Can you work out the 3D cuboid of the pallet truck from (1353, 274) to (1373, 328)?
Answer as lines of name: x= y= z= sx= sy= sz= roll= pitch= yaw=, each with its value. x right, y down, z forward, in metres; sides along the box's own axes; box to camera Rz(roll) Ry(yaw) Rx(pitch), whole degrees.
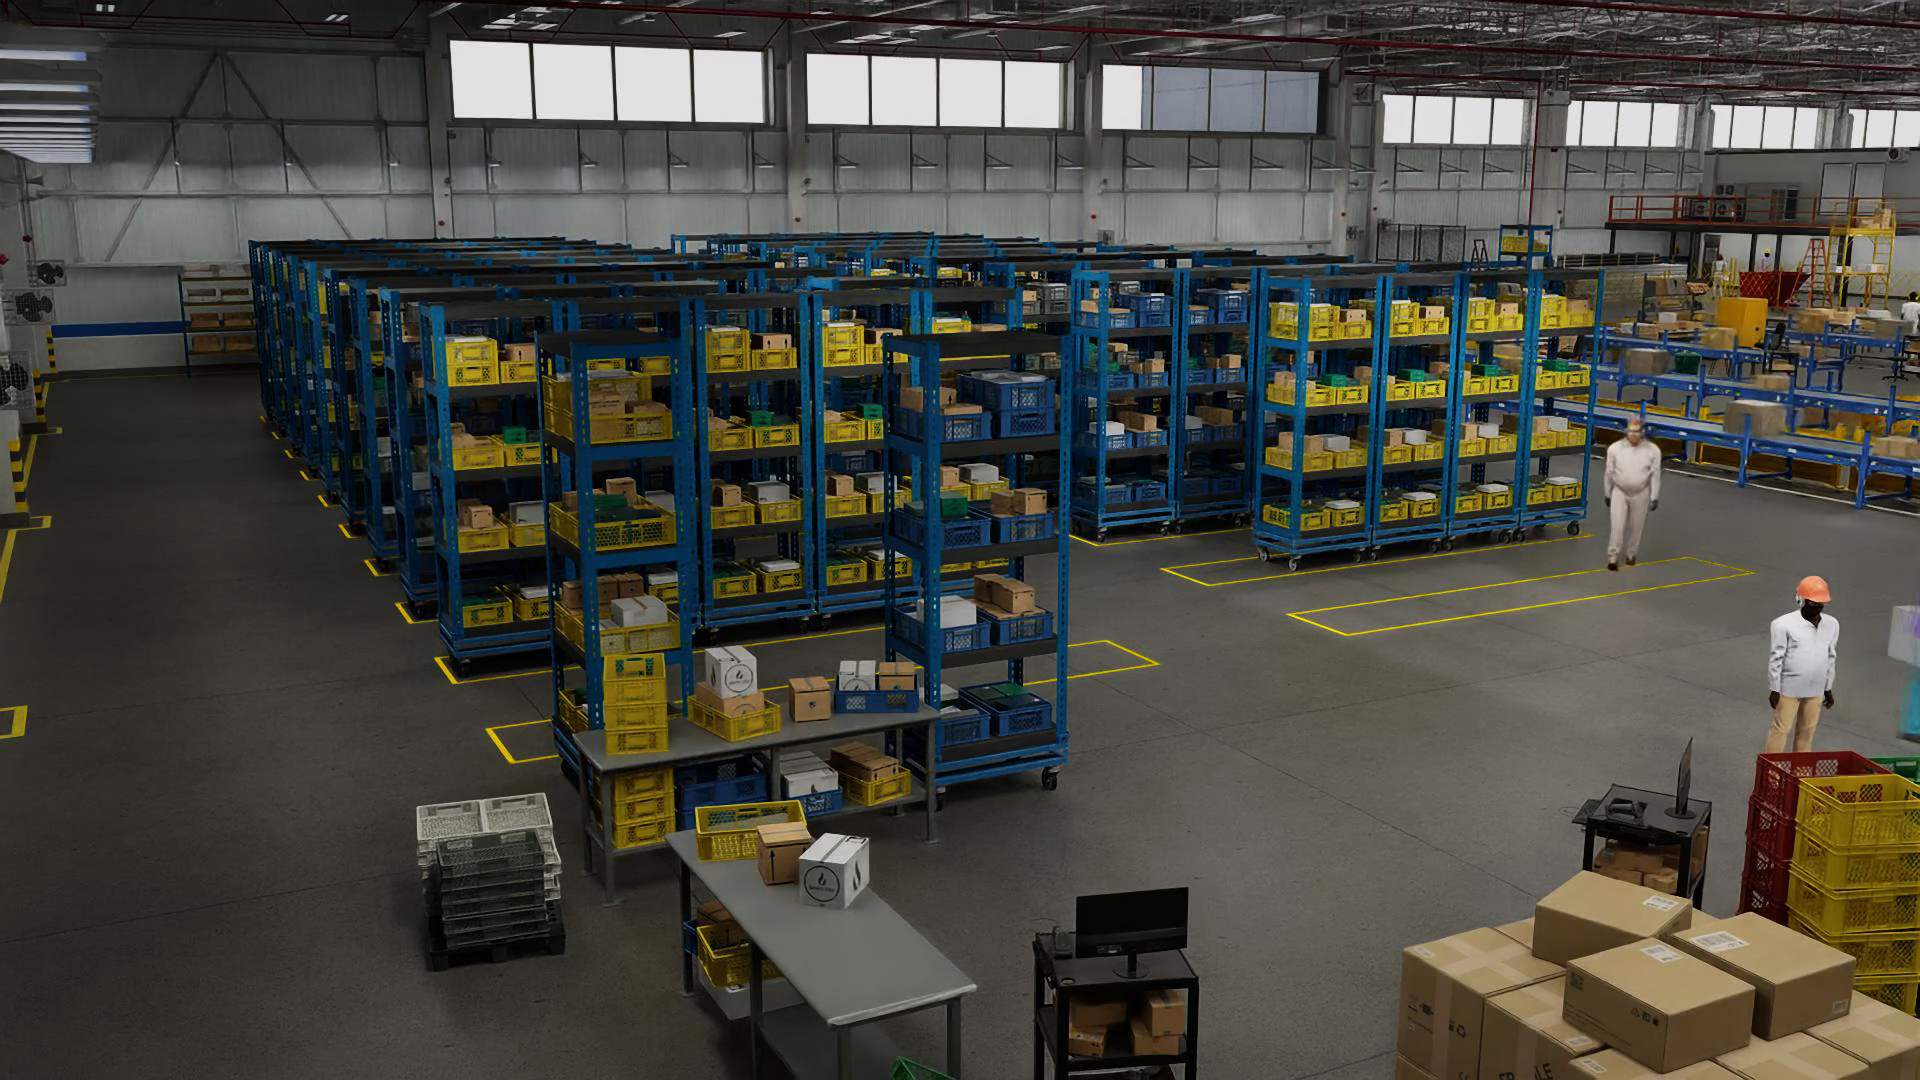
pallet truck: x=13.011 y=-8.050 z=55.243 sx=0.823 sy=1.965 sz=1.885 roll=-7 pitch=14 yaw=-28

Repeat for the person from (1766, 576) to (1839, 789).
person: x=6.522 y=1.129 z=12.880 sx=0.562 sy=1.752 sz=0.324 roll=-2 pitch=12 yaw=-10

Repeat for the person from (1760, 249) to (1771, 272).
person: x=35.175 y=-11.740 z=72.668 sx=0.372 sy=1.925 sz=0.595 roll=5 pitch=13 yaw=21

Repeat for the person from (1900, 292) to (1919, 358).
person: x=25.599 y=-5.753 z=44.810 sx=0.533 sy=1.864 sz=0.314 roll=8 pitch=15 yaw=34

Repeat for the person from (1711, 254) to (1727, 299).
person: x=31.367 y=-10.883 z=68.761 sx=0.583 sy=1.882 sz=0.337 roll=6 pitch=14 yaw=27

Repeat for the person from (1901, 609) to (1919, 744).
person: x=8.353 y=0.873 z=13.924 sx=0.726 sy=1.817 sz=0.568 roll=12 pitch=17 yaw=43

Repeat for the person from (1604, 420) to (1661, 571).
person: x=8.253 y=-0.541 z=20.458 sx=0.643 sy=1.857 sz=0.988 roll=5 pitch=13 yaw=21
